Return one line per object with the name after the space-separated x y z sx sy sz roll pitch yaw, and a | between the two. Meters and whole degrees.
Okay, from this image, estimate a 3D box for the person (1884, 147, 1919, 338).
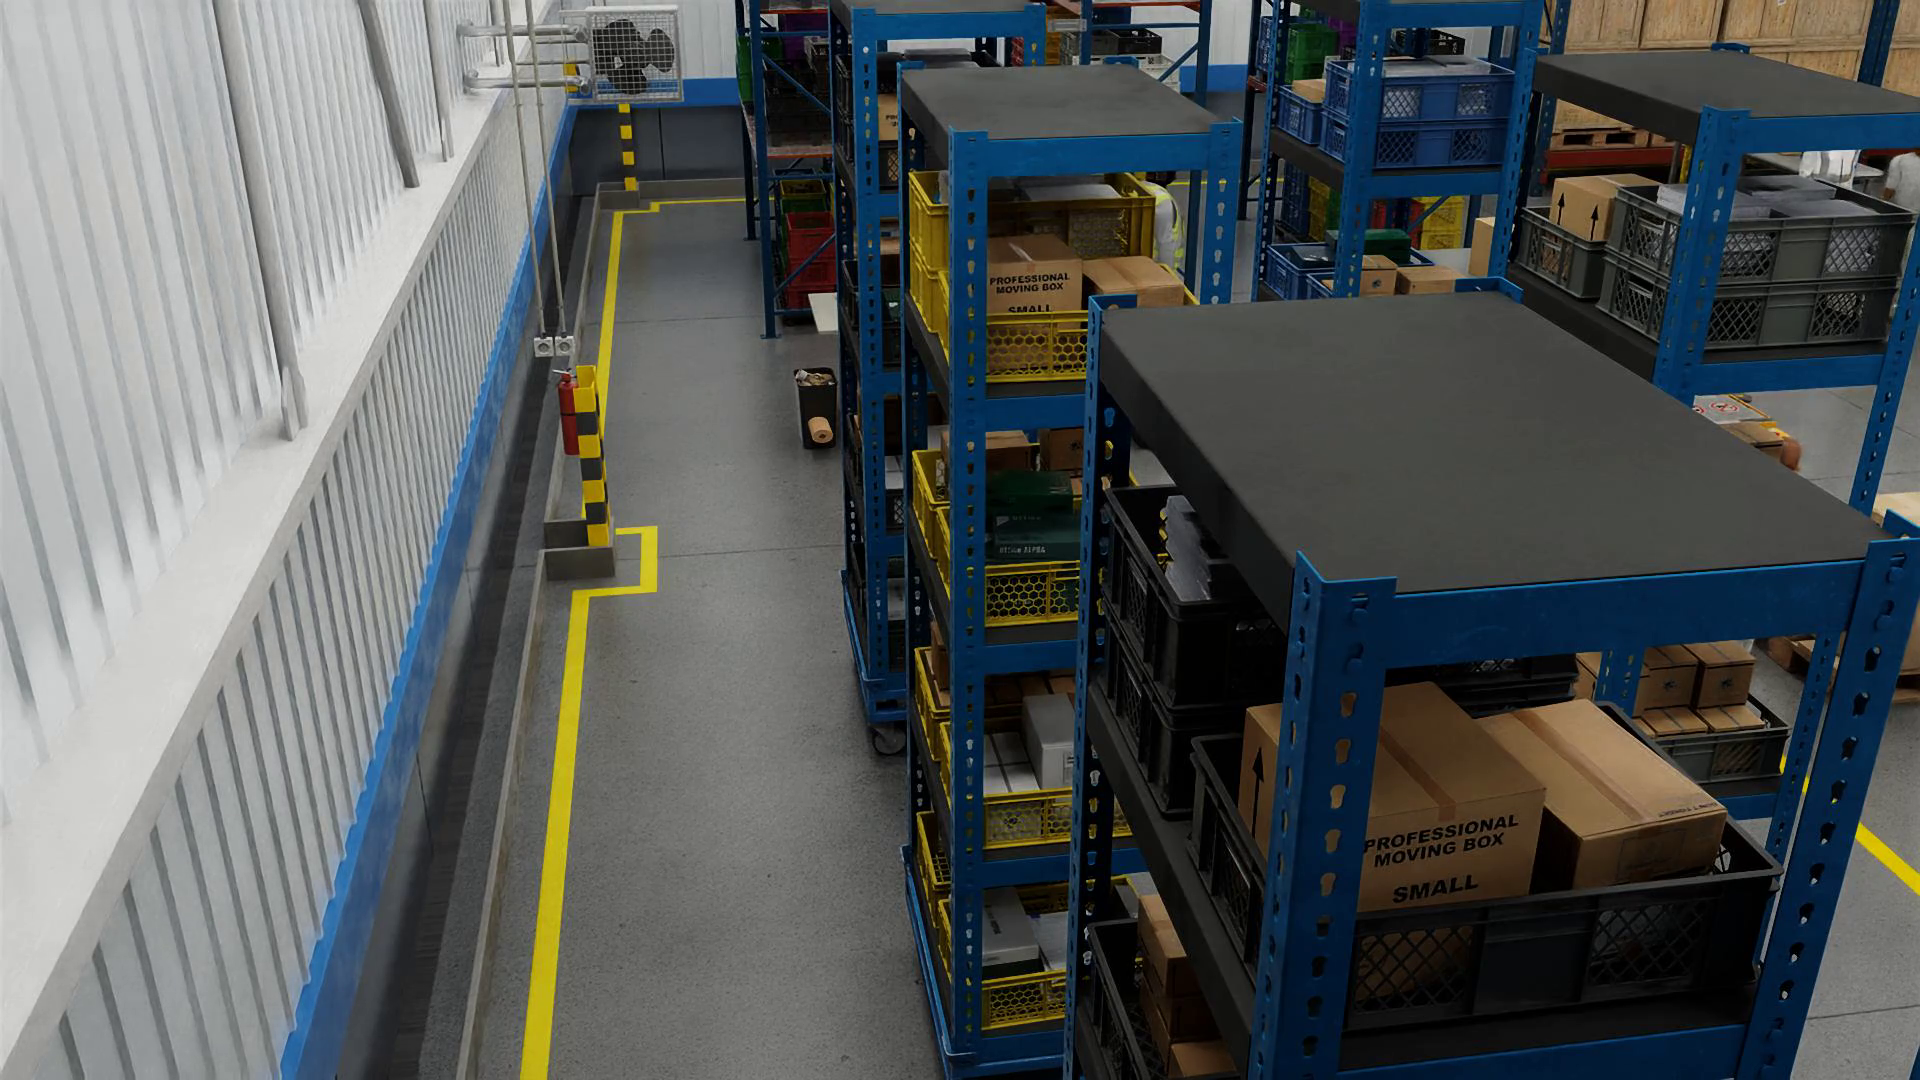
8.072 -2.625 14.127 0.567 1.841 0.369 -1 25 -3 | person

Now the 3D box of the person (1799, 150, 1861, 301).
7.765 -3.042 14.966 0.574 1.881 0.358 -6 25 -13 | person

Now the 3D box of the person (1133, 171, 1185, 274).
1.528 -2.128 13.024 0.429 1.845 0.621 -8 26 -17 | person
